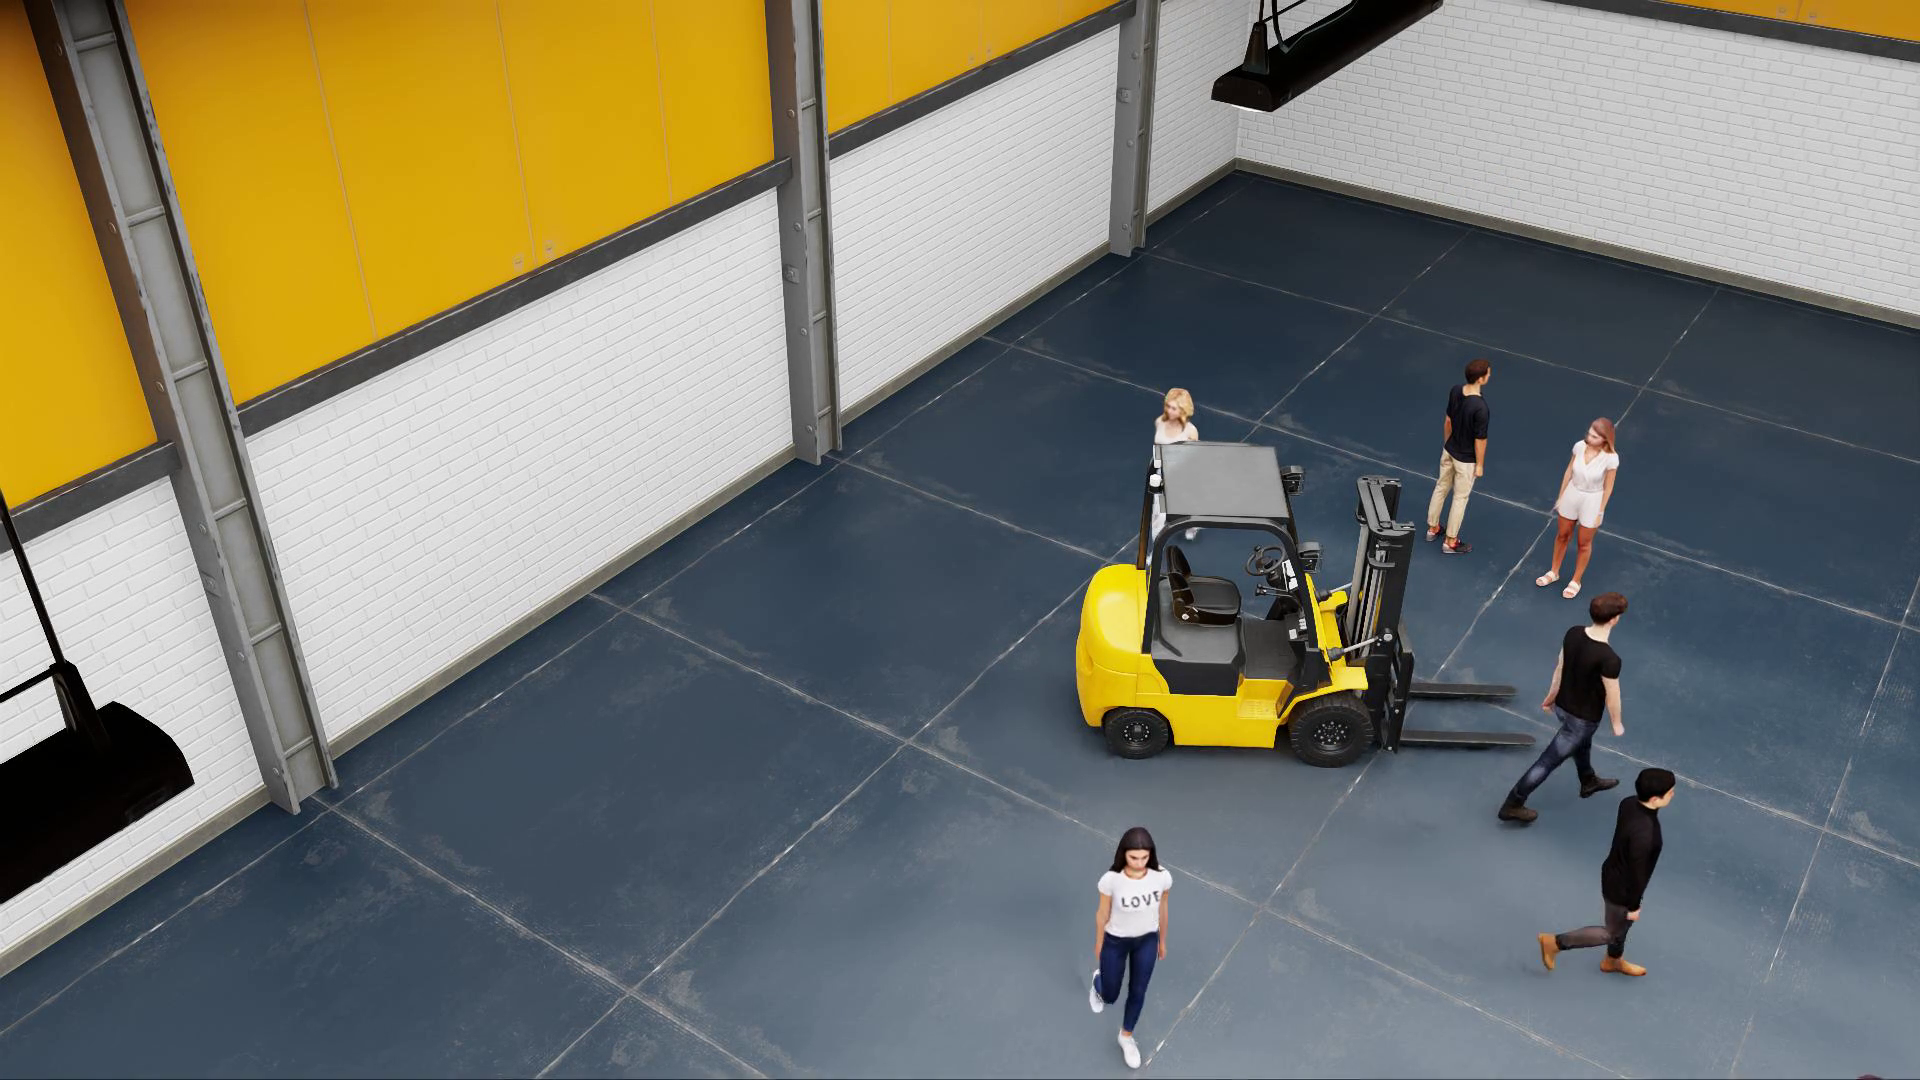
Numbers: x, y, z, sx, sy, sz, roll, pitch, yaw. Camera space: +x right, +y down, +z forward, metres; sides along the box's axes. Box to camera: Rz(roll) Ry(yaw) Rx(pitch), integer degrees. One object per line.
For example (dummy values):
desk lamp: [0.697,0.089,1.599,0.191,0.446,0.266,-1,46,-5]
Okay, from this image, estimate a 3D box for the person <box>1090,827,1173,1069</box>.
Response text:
person: [0.987,2.352,9.926,0.869,1.761,0.919,-7,34,-11]

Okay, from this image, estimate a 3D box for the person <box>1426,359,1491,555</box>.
person: [4.371,-0.748,14.503,0.707,1.858,0.718,-14,36,-20]

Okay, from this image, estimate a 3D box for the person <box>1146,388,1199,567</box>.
person: [1.889,-0.583,14.440,0.635,1.653,0.956,25,41,32]

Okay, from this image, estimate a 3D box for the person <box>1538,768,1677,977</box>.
person: [4.068,2.106,10.346,0.885,1.707,0.975,9,35,13]

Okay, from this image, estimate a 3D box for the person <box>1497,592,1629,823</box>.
person: [4.200,1.232,11.537,1.297,1.843,1.192,-8,34,-12]

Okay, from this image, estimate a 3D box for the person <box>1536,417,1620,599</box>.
person: [5.242,-0.304,13.981,0.615,1.696,0.615,-27,42,-34]
